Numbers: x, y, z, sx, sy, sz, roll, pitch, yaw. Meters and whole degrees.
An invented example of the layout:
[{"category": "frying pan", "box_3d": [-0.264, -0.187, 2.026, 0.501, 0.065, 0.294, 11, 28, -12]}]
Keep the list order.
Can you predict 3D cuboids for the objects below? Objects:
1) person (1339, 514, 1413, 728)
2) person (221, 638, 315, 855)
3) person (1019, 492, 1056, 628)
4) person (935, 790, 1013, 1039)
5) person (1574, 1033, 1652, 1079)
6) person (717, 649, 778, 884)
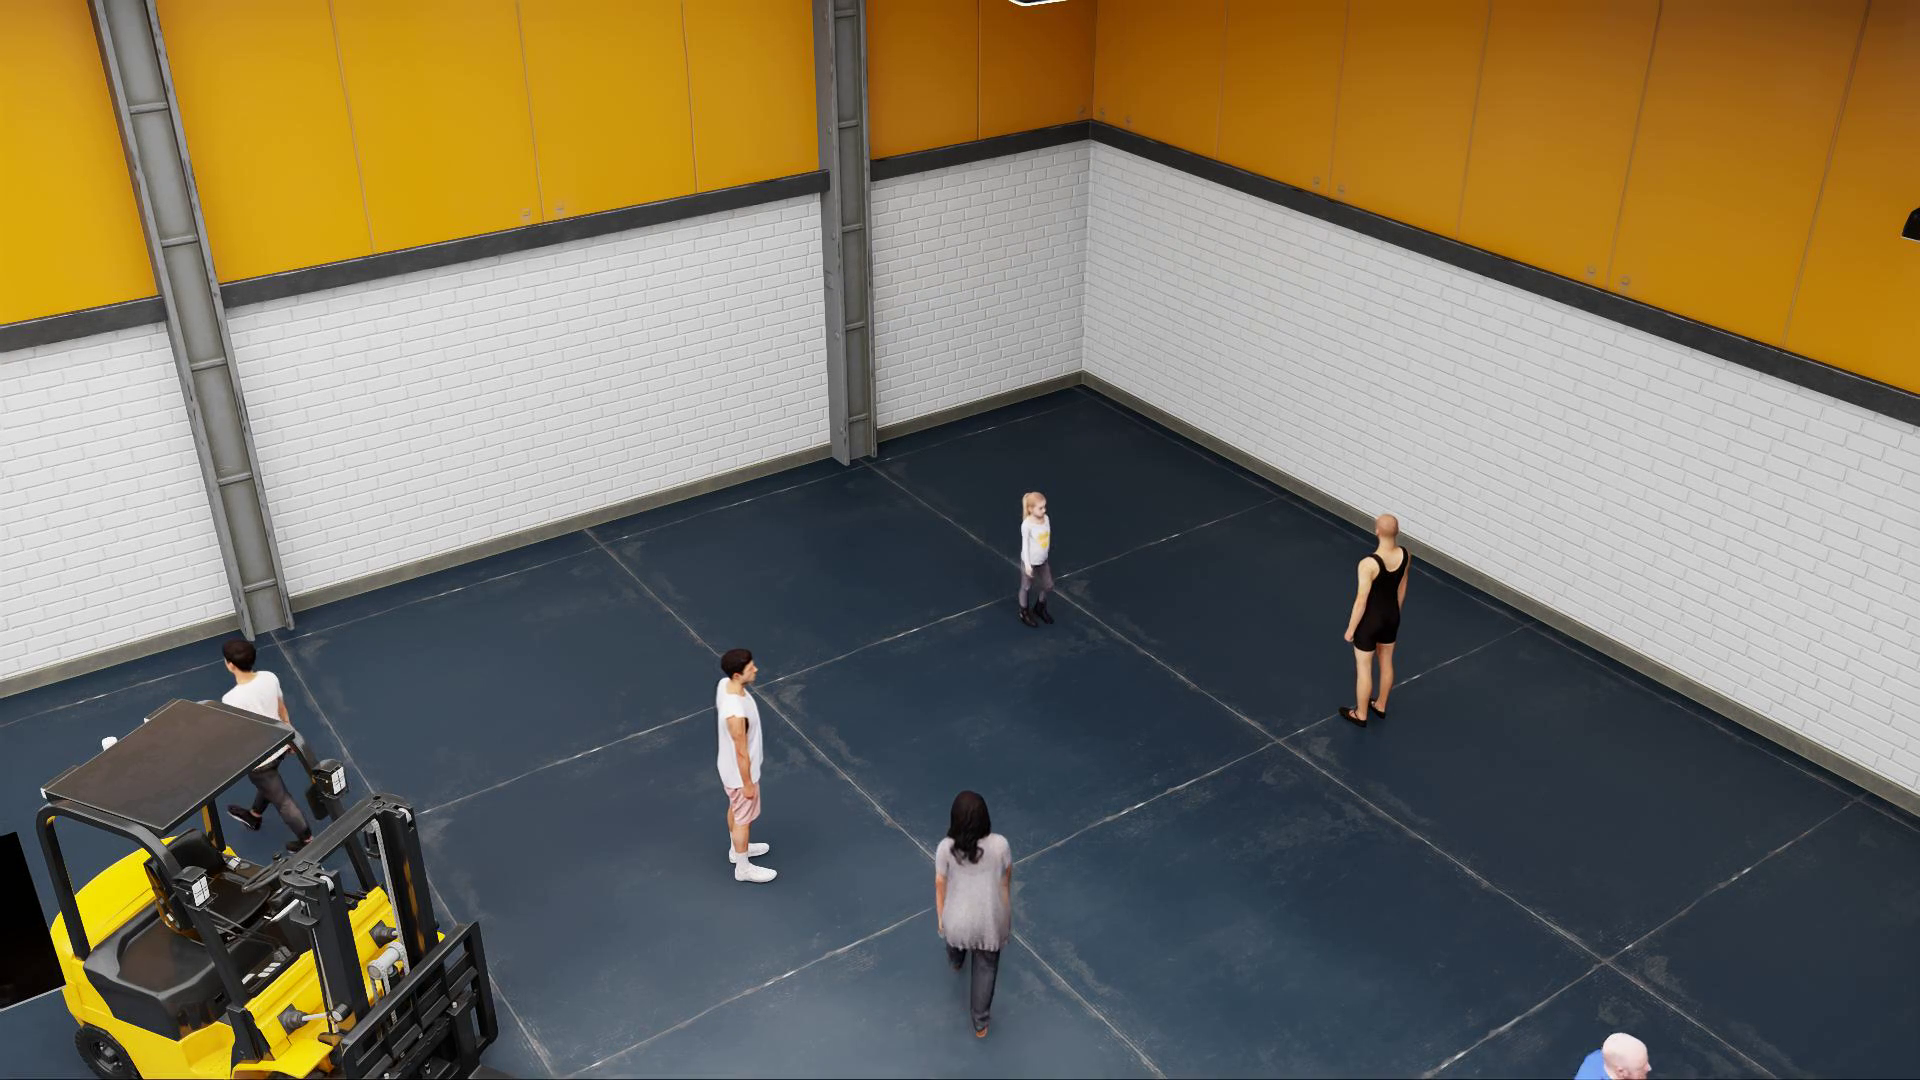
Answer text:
[{"category": "person", "box_3d": [3.228, 0.622, 12.830, 0.492, 1.814, 0.732, -14, 32, -24]}, {"category": "person", "box_3d": [-4.729, 1.467, 11.420, 1.080, 1.681, 1.079, 8, 30, 15]}, {"category": "person", "box_3d": [0.590, 0.146, 14.269, 0.460, 1.271, 0.558, -22, 35, -34]}, {"category": "person", "box_3d": [0.090, 2.290, 10.039, 1.061, 1.558, 1.045, 0, 29, 1]}, {"category": "person", "box_3d": [3.041, 3.103, 8.269, 0.967, 1.825, 0.918, 10, 30, 17]}, {"category": "person", "box_3d": [-1.492, 1.504, 11.242, 0.686, 1.786, 0.716, -7, 29, -12]}]
